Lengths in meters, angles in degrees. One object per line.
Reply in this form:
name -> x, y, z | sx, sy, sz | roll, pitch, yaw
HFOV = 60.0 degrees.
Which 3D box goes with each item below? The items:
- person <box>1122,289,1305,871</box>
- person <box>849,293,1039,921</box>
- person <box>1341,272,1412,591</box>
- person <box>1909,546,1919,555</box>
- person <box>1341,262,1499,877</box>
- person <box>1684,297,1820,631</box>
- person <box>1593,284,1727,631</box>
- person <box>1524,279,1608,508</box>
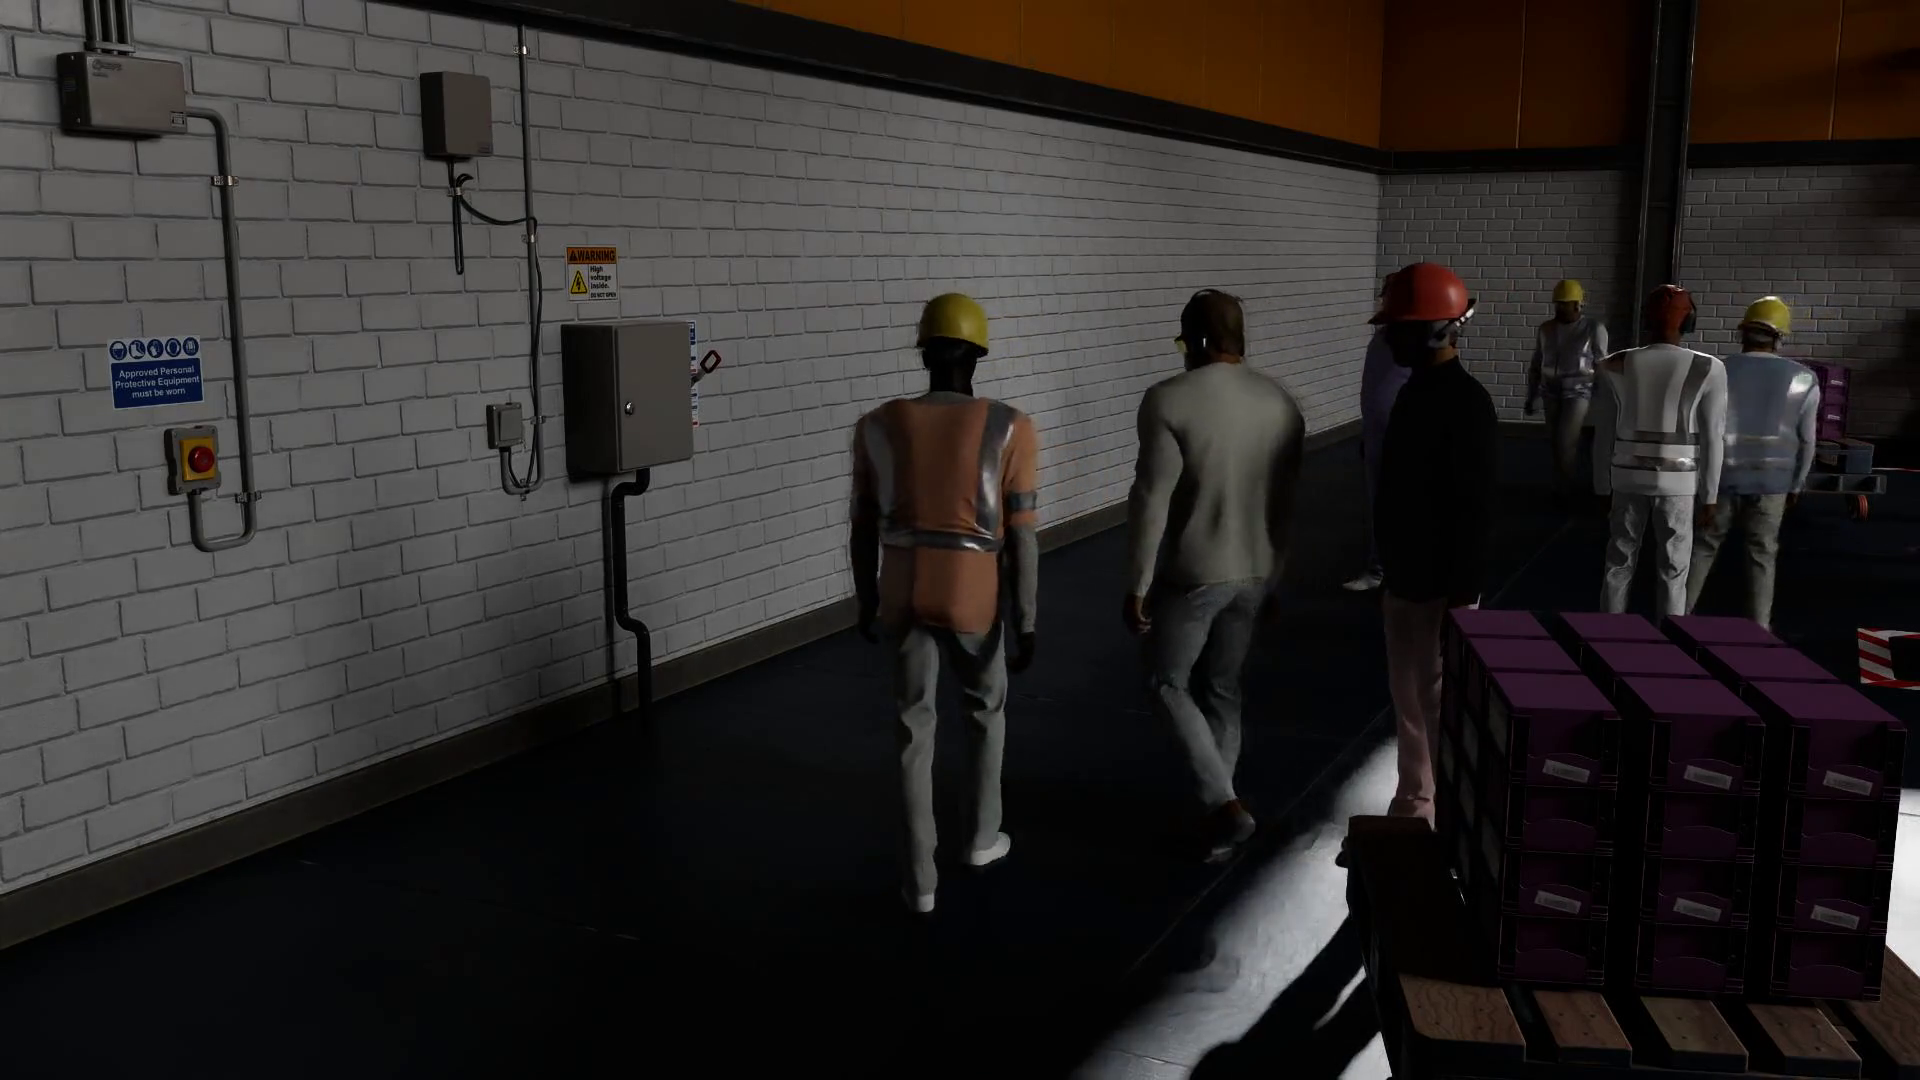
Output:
person -> 0.847, 0.149, 5.410 | 0.680, 1.906, 0.561 | -5, 11, -27
person -> -0.048, 0.184, 5.231 | 0.619, 1.884, 0.803 | 2, 10, 10
person -> 2.533, -0.598, 9.720 | 0.406, 1.911, 0.637 | -4, 11, -21
person -> 6.521, -0.637, 10.823 | 0.673, 1.600, 0.508 | 6, 11, 31
person -> 1.464, 0.126, 5.284 | 0.400, 1.989, 0.623 | -1, 10, -7
person -> 3.889, -0.299, 8.291 | 0.642, 1.807, 0.441 | 4, 10, 20
person -> 3.233, -0.241, 7.746 | 0.577, 1.879, 0.351 | 8, 12, 37
person -> 4.756, -1.152, 13.206 | 0.660, 1.806, 0.630 | -8, 13, -40
